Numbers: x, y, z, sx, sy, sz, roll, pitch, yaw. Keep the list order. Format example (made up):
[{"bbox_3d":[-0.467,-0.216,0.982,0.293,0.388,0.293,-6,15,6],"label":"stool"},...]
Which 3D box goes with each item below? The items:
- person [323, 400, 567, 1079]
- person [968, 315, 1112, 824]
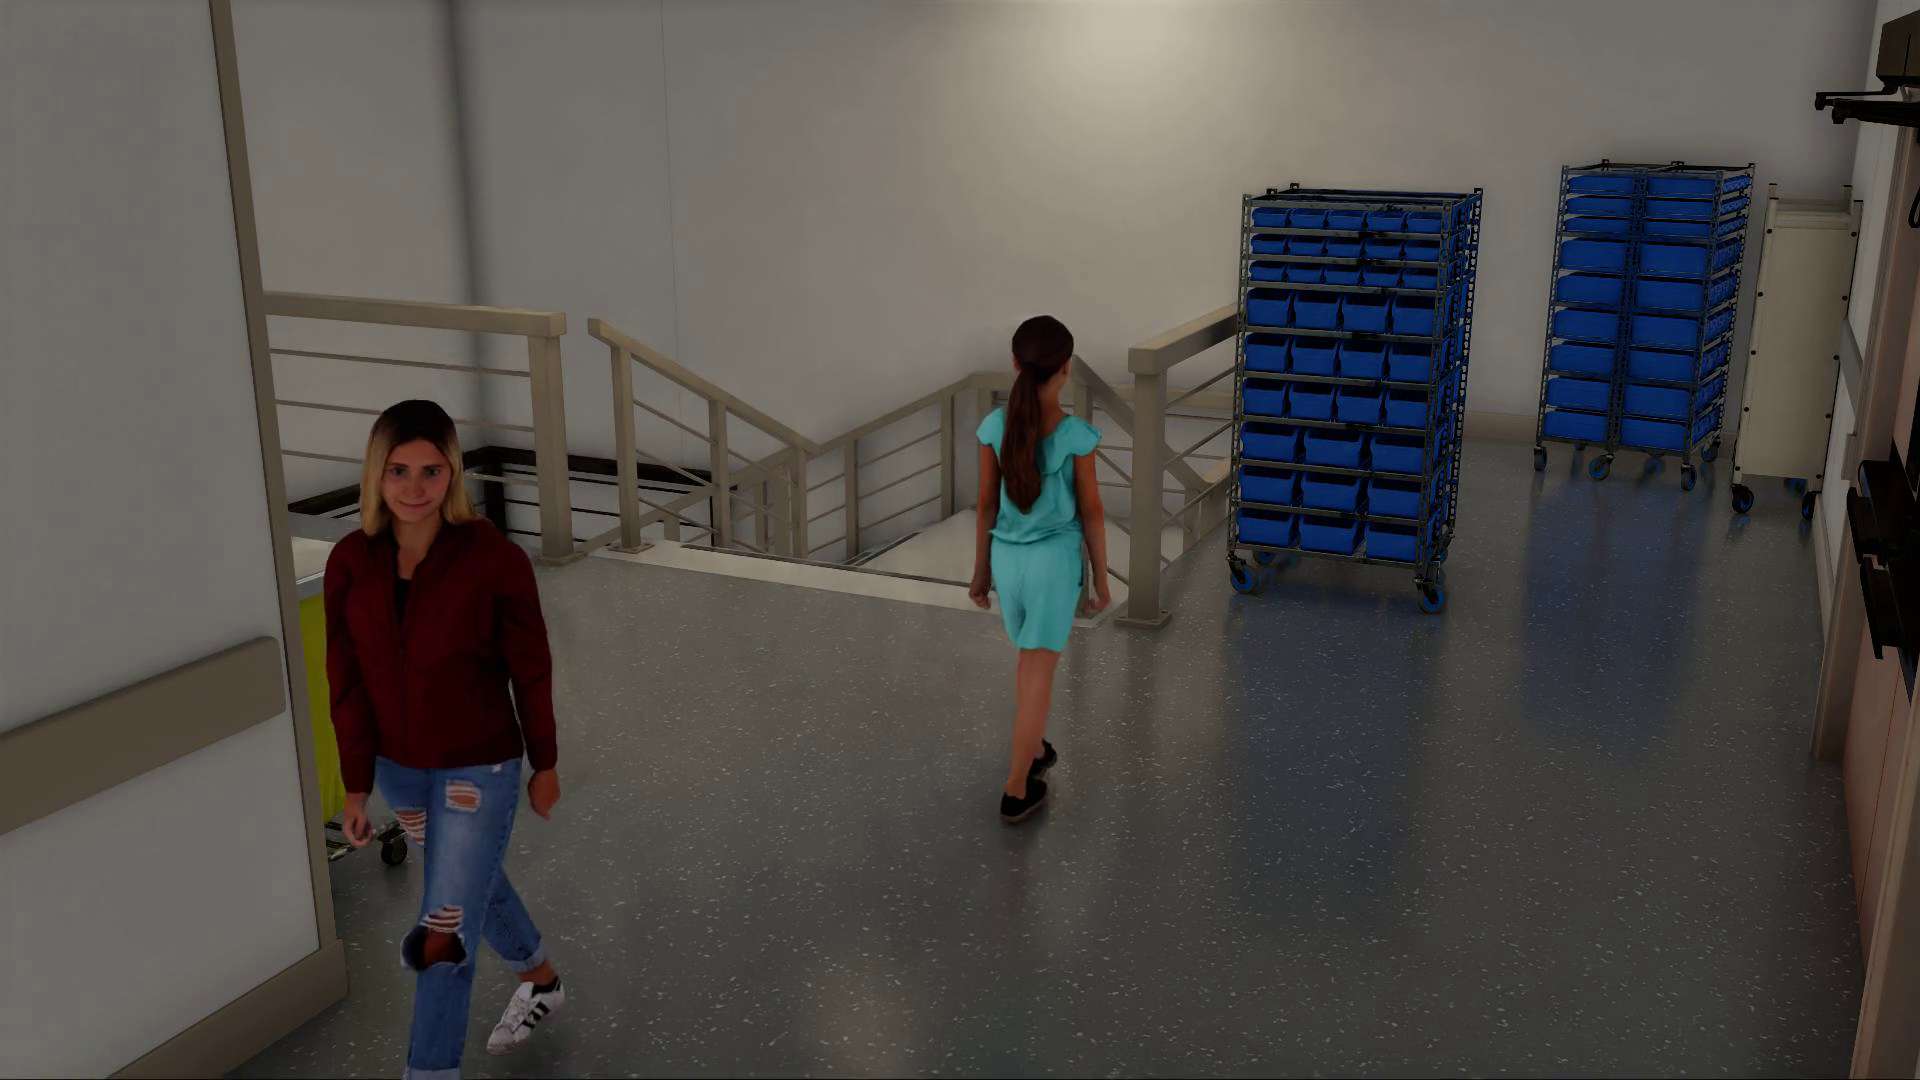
[{"bbox_3d":[-1.076,0.496,3.610,0.715,1.569,1.139,4,16,14],"label":"person"},{"bbox_3d":[0.197,0.114,5.010,0.572,1.544,0.704,9,18,29],"label":"person"}]
